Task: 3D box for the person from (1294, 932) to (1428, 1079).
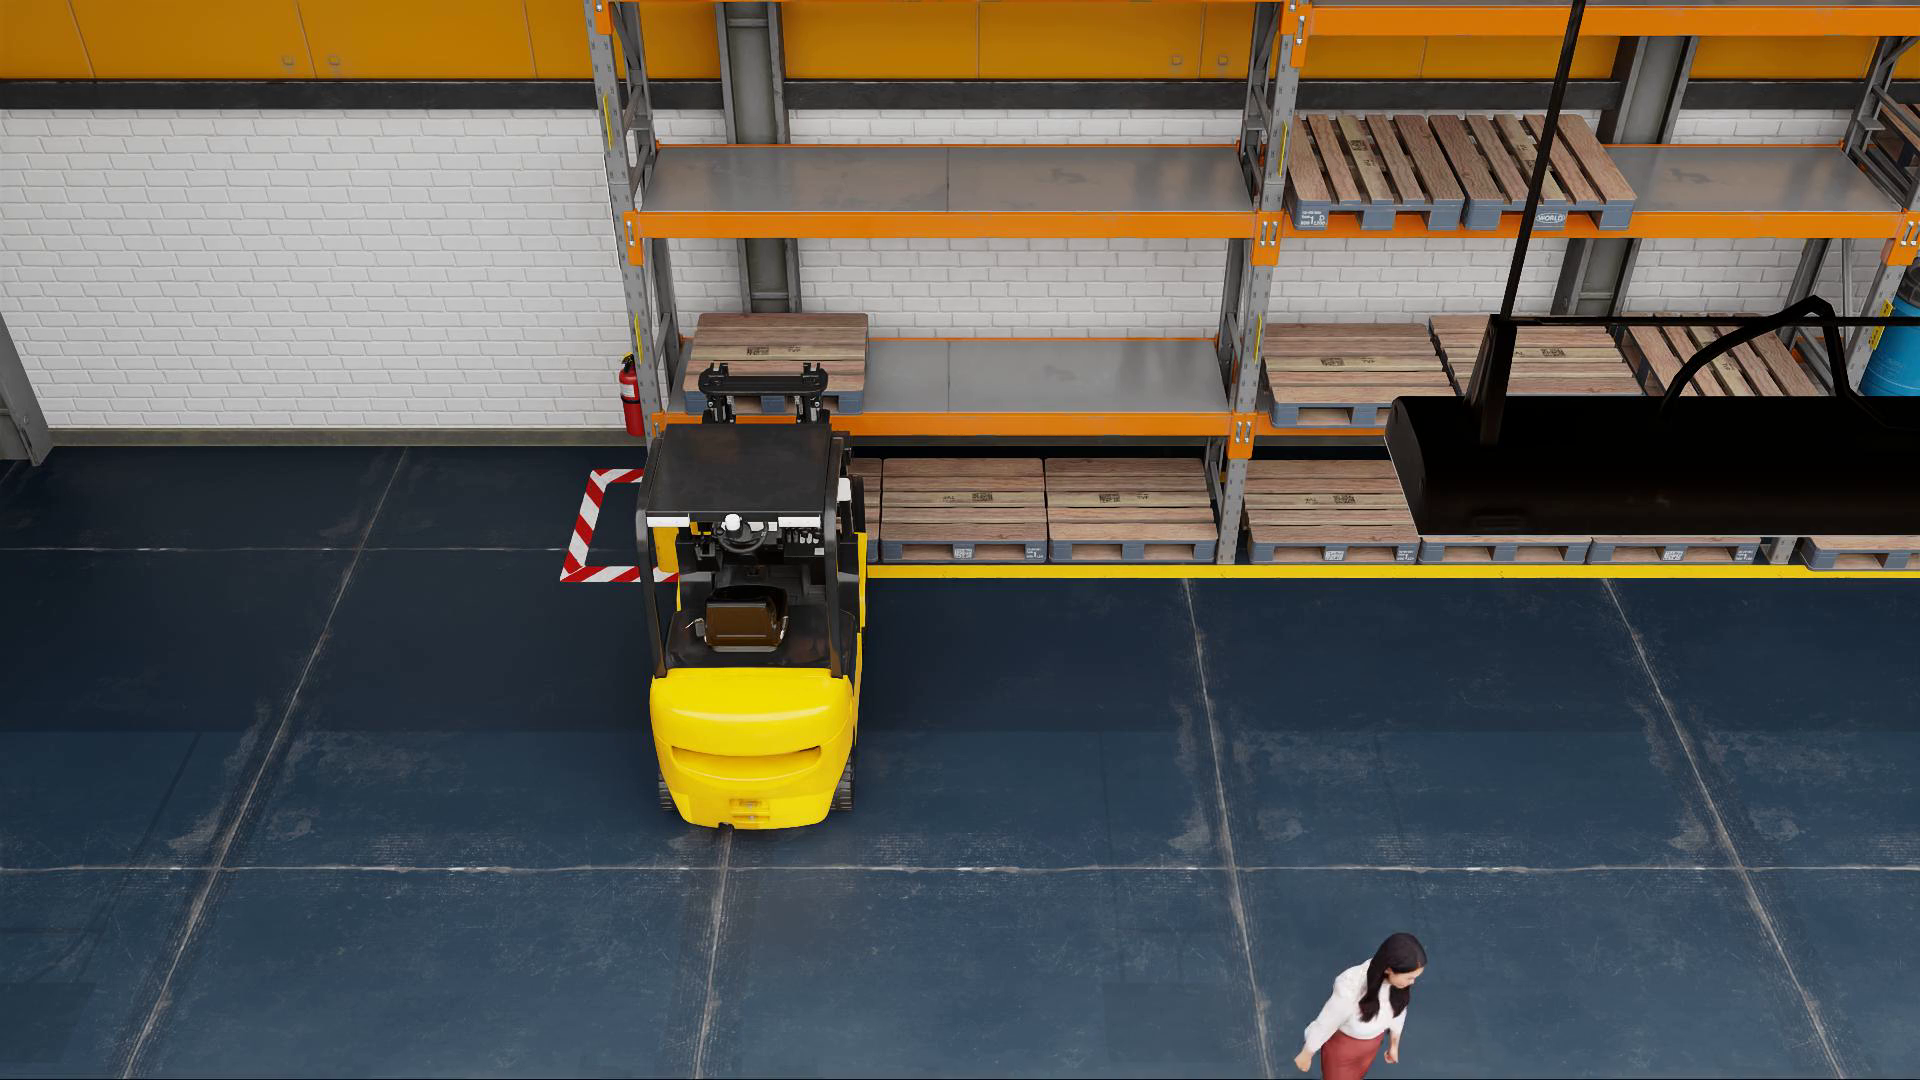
[{"bbox_3d":[1.805,2.364,7.894,0.715,1.727,0.829,-16,41,-19],"label":"person"}]
